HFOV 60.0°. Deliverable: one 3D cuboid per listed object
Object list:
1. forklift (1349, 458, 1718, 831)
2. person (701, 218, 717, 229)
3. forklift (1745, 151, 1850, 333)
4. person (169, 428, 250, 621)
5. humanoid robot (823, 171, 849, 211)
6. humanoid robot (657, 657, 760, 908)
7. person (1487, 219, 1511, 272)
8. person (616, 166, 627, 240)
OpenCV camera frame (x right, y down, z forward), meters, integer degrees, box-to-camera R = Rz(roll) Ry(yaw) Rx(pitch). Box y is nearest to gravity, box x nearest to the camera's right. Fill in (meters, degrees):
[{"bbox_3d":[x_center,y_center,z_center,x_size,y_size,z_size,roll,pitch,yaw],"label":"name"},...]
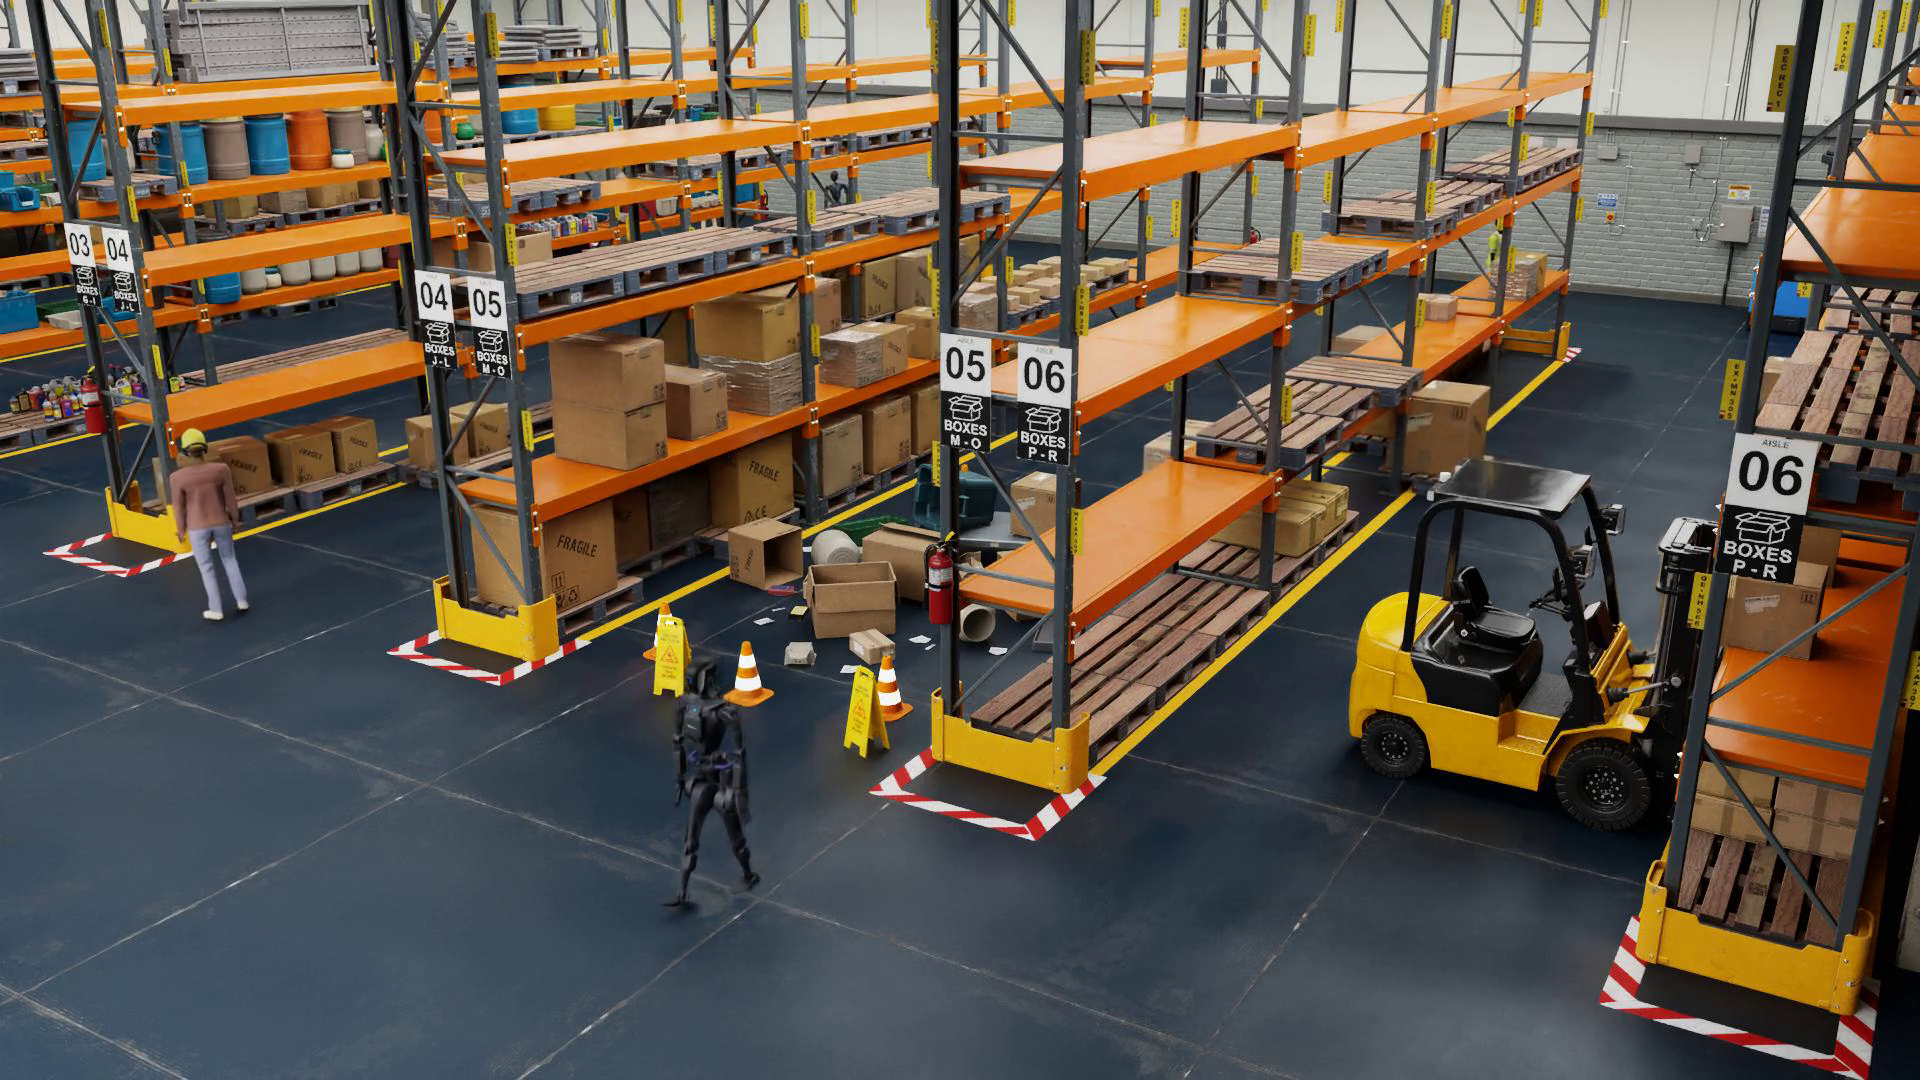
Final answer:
[{"bbox_3d":[3.988,0.658,11.776,2.313,2.155,1.214,11,22,29],"label":"forklift"},{"bbox_3d":[-5.278,-7.035,34.785,0.489,1.688,0.349,-6,20,-17],"label":"person"},{"bbox_3d":[13.620,-4.667,26.137,1.873,2.768,1.129,11,22,29],"label":"forklift"},{"bbox_3d":[-6.658,-0.130,14.716,0.541,1.757,0.332,-16,25,-39],"label":"person"},{"bbox_3d":[-2.509,-6.706,33.929,0.594,1.624,0.797,-9,21,-25],"label":"humanoid robot"},{"bbox_3d":[-1.520,1.504,10.176,0.610,1.629,0.758,12,22,31],"label":"humanoid robot"},{"bbox_3d":[8.910,-4.529,27.531,0.546,1.691,0.334,-17,25,-40],"label":"person"},{"bbox_3d":[-6.961,-7.063,34.723,0.611,1.781,0.505,12,22,31],"label":"person"}]
